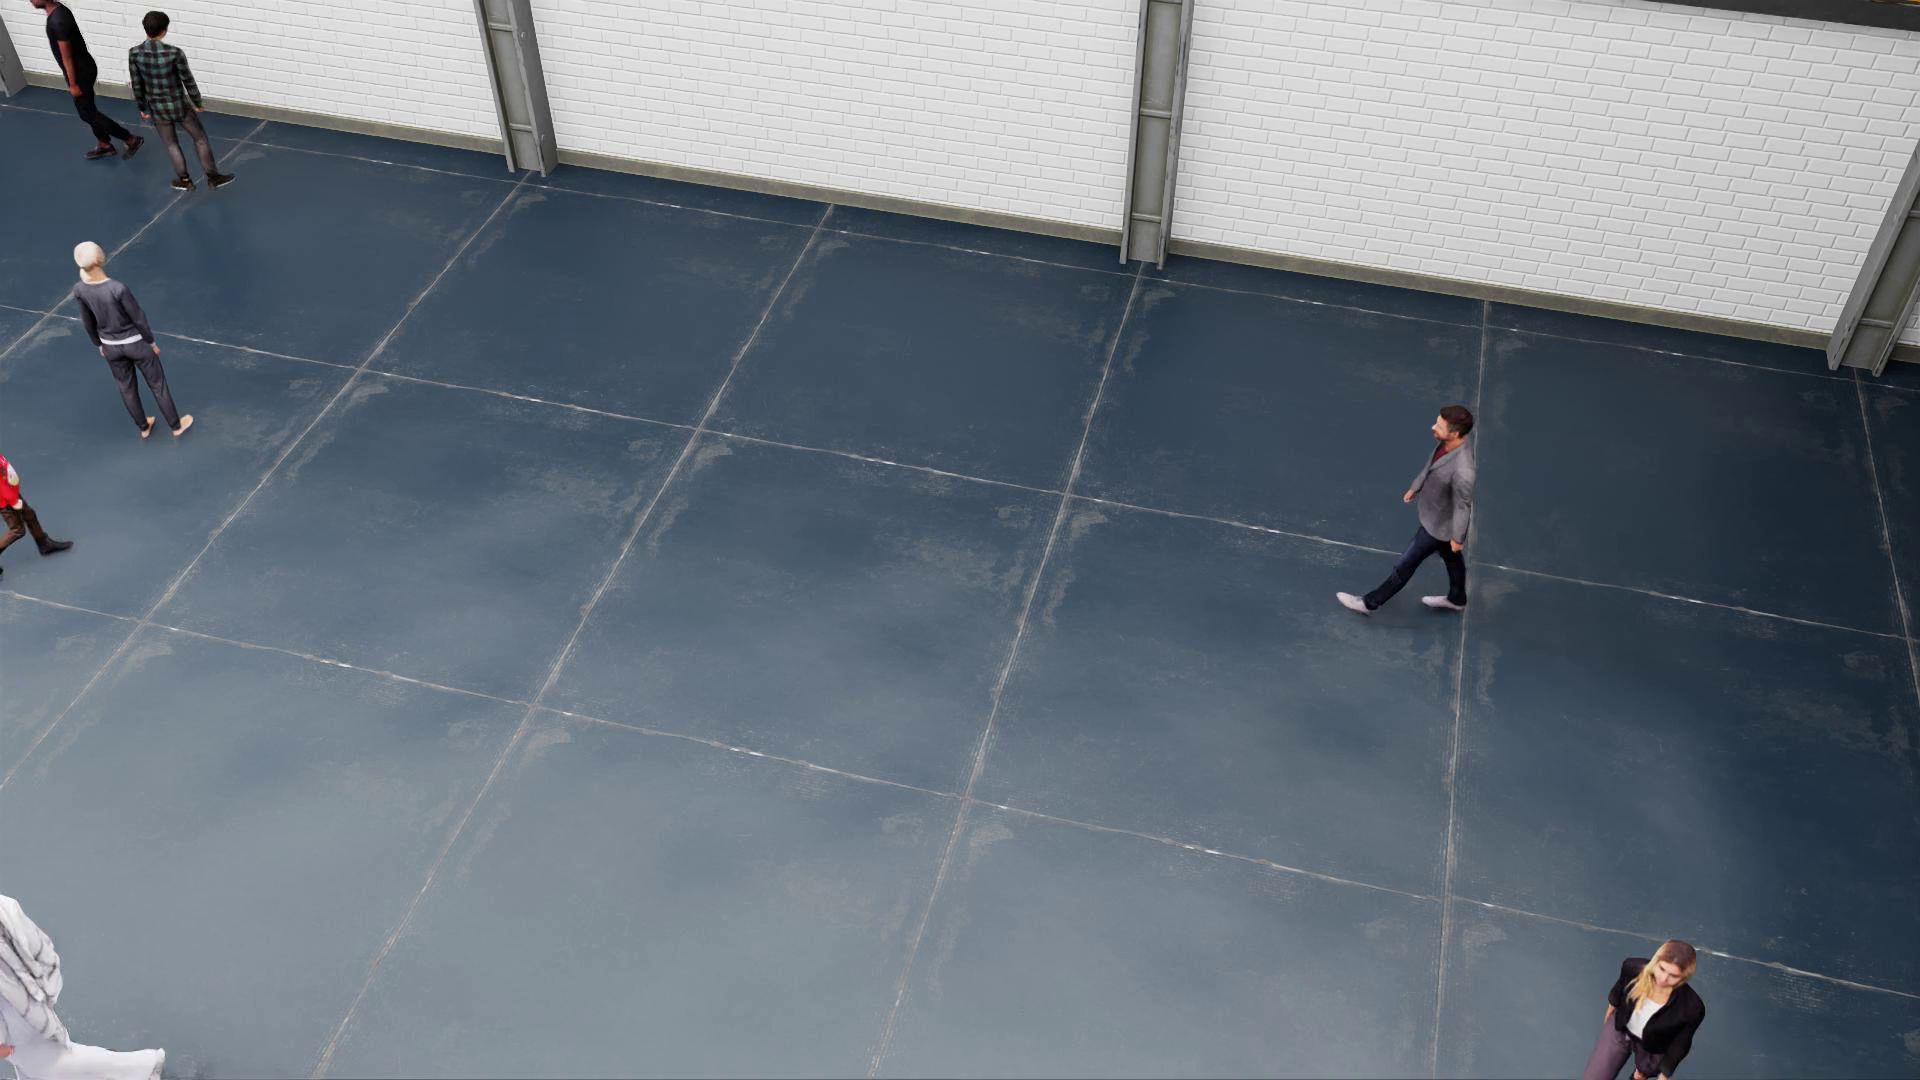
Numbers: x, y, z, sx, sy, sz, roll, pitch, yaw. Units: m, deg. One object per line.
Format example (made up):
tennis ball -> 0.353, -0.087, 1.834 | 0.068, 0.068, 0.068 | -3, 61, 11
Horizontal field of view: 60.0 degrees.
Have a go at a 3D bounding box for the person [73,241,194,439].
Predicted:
person -> -6.360, -1.515, 12.664 | 0.550, 1.726, 0.721 | -1, 44, -1

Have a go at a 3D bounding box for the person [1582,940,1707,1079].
person -> 3.515, 2.527, 8.494 | 1.084, 1.625, 0.987 | 33, 53, 30

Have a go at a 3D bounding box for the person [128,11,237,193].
person -> -7.140, -3.923, 14.960 | 0.754, 1.692, 0.879 | -23, 48, -22

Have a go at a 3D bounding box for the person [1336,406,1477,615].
person -> 3.316, -0.133, 11.150 | 1.170, 1.814, 0.765 | 6, 44, 6

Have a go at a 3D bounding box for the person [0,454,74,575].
person -> -6.789, -0.293, 11.712 | 0.871, 1.270, 0.797 | -21, 47, -20

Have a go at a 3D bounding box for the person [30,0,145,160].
person -> -8.229, -4.375, 15.603 | 0.969, 1.813, 0.908 | -16, 46, -16

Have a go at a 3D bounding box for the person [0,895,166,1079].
person -> -4.704, 2.351, 8.482 | 1.235, 1.897, 0.998 | -7, 44, -7
